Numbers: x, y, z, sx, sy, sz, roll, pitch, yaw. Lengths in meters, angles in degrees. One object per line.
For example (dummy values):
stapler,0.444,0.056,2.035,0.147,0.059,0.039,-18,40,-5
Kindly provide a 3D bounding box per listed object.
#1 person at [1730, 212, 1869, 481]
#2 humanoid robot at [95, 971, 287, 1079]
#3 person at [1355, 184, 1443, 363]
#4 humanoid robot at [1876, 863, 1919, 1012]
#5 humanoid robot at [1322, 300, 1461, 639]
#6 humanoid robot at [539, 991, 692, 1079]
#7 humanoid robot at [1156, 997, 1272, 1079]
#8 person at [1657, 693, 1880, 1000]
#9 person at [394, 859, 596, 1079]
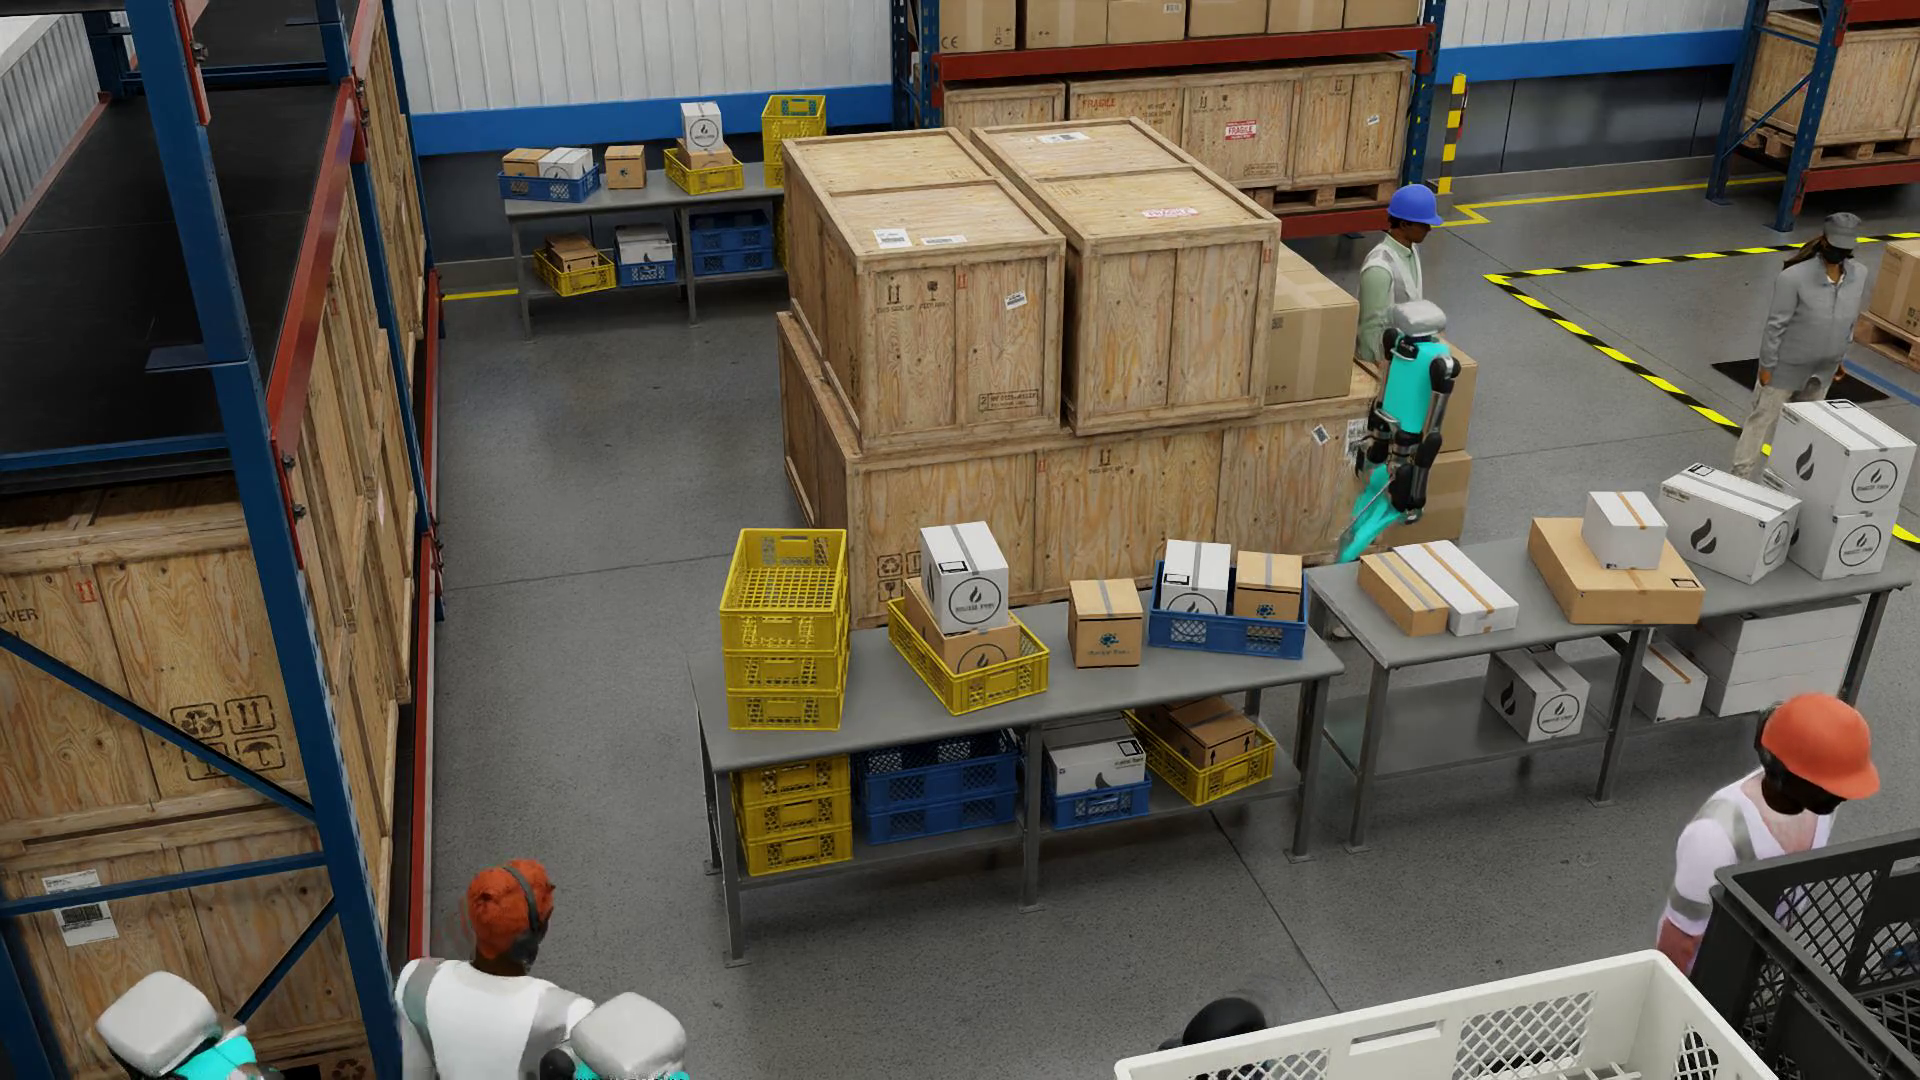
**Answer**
person,4.745,-1.002,9.381,0.567,1.766,0.398,-6,29,-11
humanoid robot,-1.896,1.944,4.145,0.558,1.873,0.673,15,32,25
person,2.371,-1.035,9.270,0.409,1.939,0.606,17,33,28
humanoid robot,2.727,1.642,4.697,0.467,1.638,0.616,14,32,24
humanoid robot,1.953,-0.219,8.116,0.716,1.902,0.540,-9,30,-16
humanoid robot,-0.921,2.013,3.963,0.542,1.766,0.914,16,33,27
humanoid robot,0.695,1.816,4.375,0.558,1.630,0.591,-21,35,-33
person,2.323,1.271,5.014,0.635,2.016,0.517,-17,33,-28
person,-1.150,1.588,4.595,0.590,1.850,0.873,9,30,16
